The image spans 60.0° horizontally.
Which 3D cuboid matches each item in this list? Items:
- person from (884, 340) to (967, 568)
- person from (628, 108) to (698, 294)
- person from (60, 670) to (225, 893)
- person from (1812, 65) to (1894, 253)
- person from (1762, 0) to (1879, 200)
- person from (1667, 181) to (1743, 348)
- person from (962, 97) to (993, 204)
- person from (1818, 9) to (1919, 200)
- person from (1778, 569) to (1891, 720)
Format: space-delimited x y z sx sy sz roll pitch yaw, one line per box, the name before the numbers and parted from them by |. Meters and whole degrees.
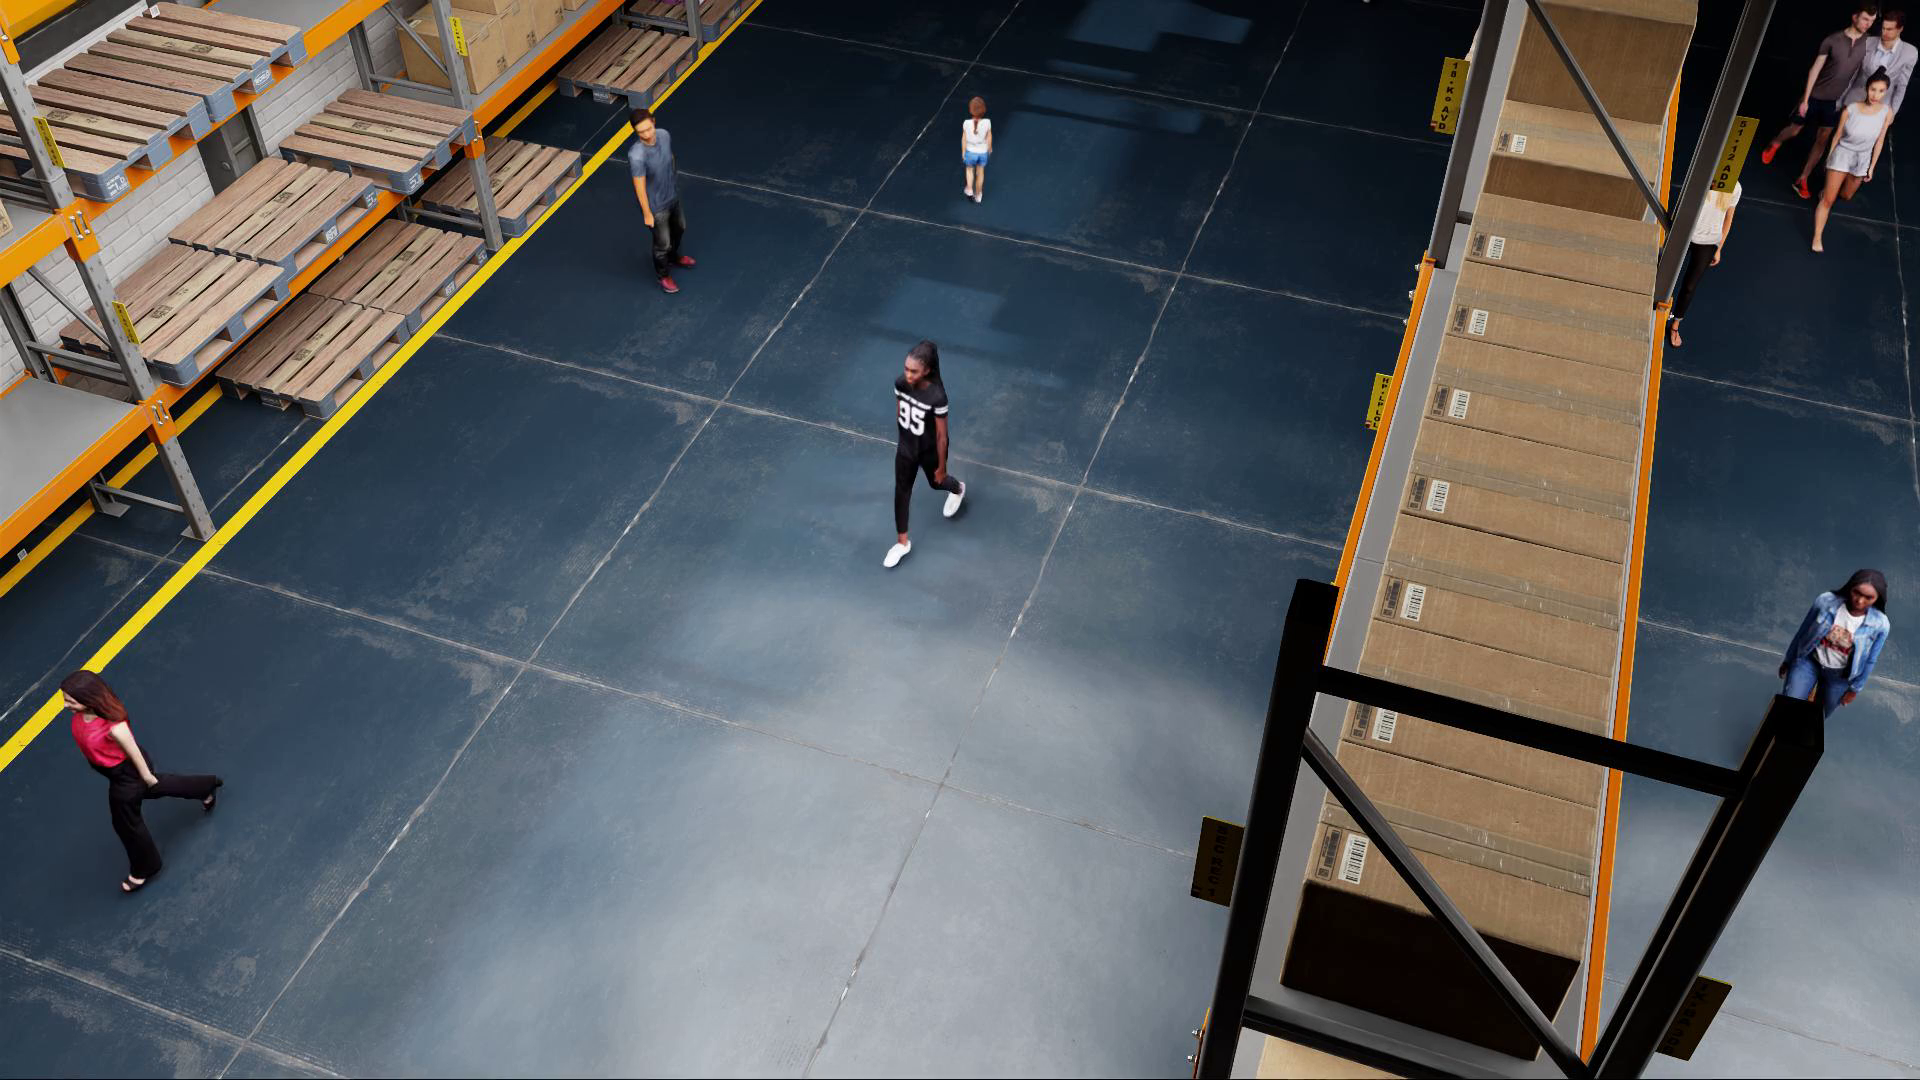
person | -0.204 -0.657 11.614 0.806 1.692 1.201 23 48 23
person | -2.522 -2.851 13.863 0.909 1.767 0.614 11 45 11
person | -4.771 1.280 9.625 0.844 1.630 1.108 32 52 29
person | 7.767 -3.354 14.515 0.672 1.595 0.980 8 44 8
person | 7.803 -4.055 15.080 0.820 1.831 1.129 6 44 7
person | 5.874 -2.377 13.323 0.605 1.825 0.510 14 45 14
person | 0.155 -3.525 15.117 0.483 1.013 0.514 0 44 0
person | 8.178 -3.938 14.963 0.827 1.823 0.902 28 50 26
person | 5.269 0.766 10.125 0.802 1.686 1.129 26 50 25
